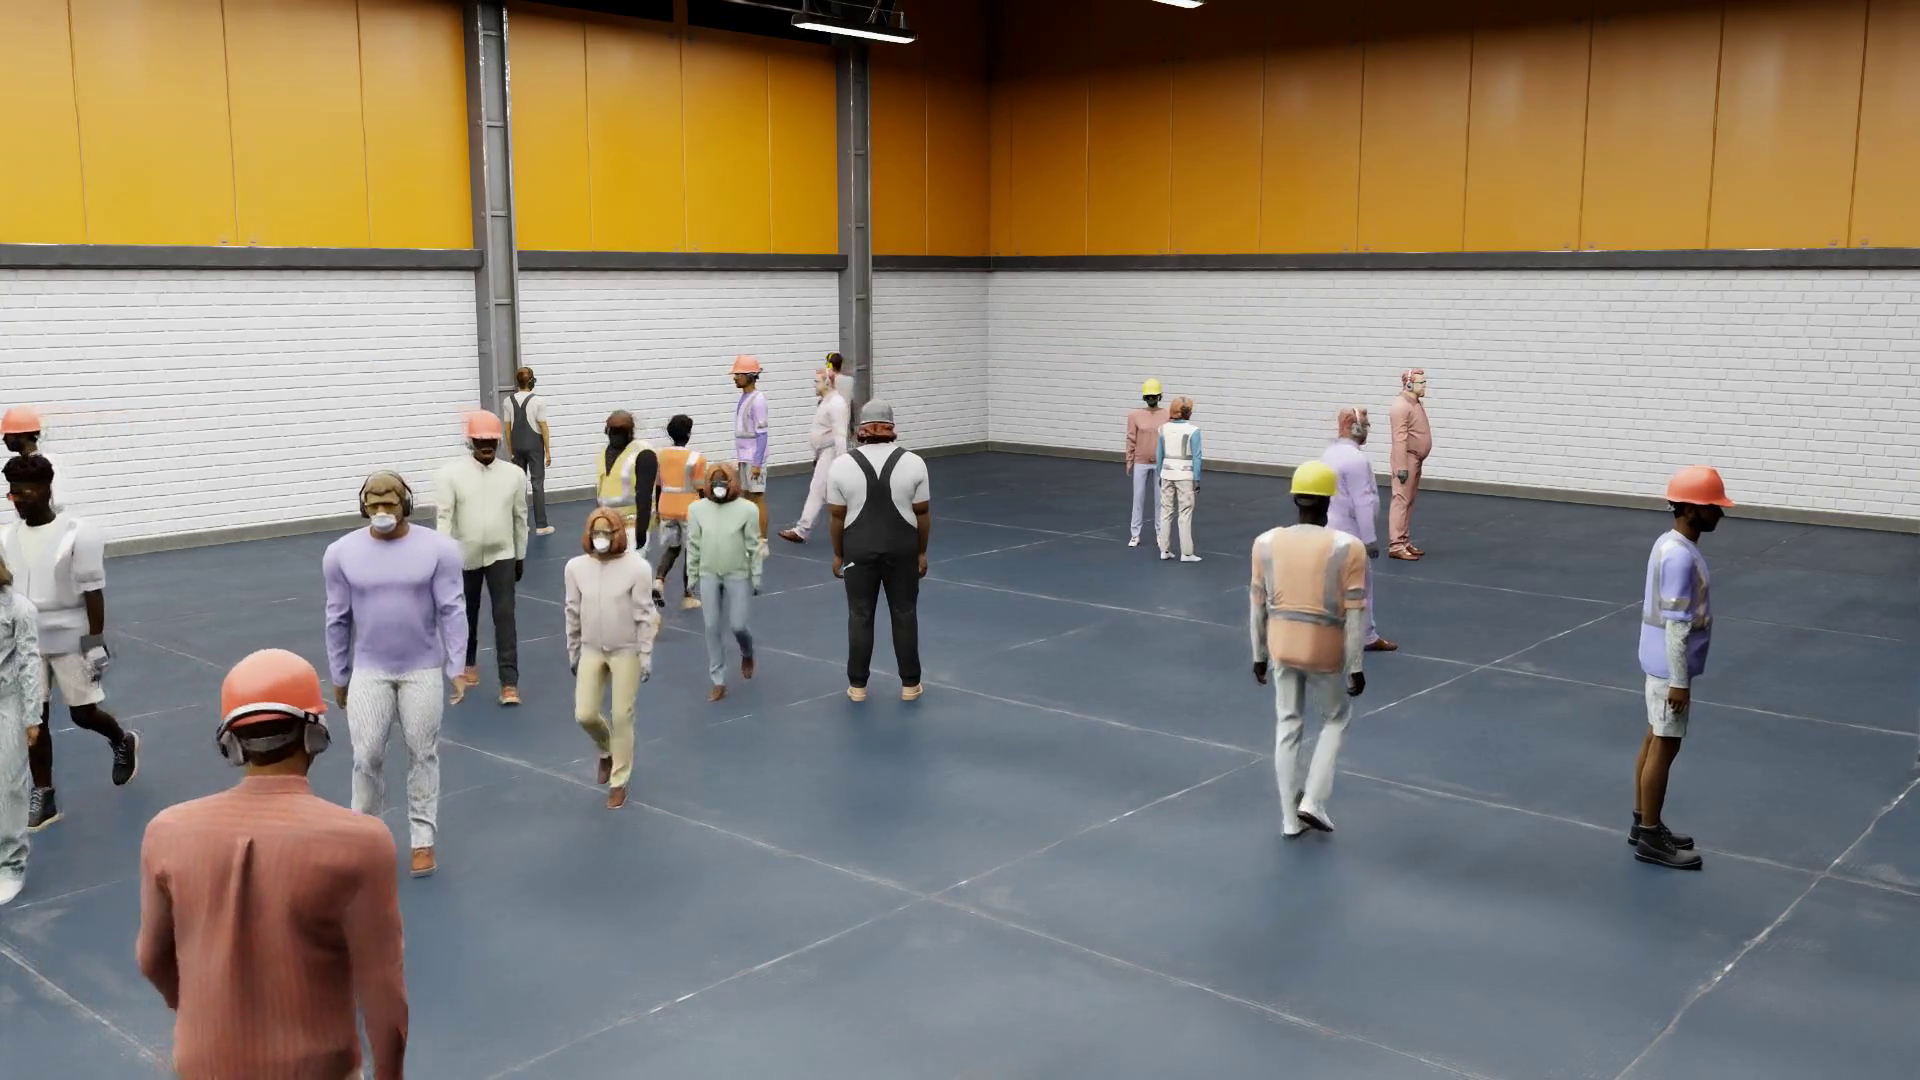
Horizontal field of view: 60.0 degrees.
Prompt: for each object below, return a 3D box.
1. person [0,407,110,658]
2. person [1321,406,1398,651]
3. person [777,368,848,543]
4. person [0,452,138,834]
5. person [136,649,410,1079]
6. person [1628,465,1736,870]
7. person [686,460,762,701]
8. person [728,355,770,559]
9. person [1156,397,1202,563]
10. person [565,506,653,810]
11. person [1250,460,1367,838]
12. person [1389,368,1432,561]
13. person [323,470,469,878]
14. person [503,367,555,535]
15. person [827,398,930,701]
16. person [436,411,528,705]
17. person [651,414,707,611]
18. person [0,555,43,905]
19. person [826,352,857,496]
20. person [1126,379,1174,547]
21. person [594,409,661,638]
[{"bbox_3d":[-6.734,-0.013,12.019,0.999,1.880,0.554,-3,9,-16],"label":"person"},{"bbox_3d":[2.858,-0.059,12.336,0.866,1.878,0.650,0,9,0],"label":"person"},{"bbox_3d":[-1.421,-0.888,17.613,1.018,1.853,0.664,-1,9,-9],"label":"person"},{"bbox_3d":[-4.667,0.497,8.660,0.619,1.943,0.785,1,9,6],"label":"person"},{"bbox_3d":[-1.624,1.244,3.956,0.653,1.944,0.605,1,9,4],"label":"person"},{"bbox_3d":[3.474,0.599,8.021,0.378,1.936,0.548,3,10,19],"label":"person"},{"bbox_3d":[-1.579,0.251,11.209,0.498,1.616,0.466,1,9,5],"label":"person"},{"bbox_3d":[-2.110,-0.827,16.642,0.381,2.045,0.605,-4,10,-23],"label":"person"},{"bbox_3d":[2.161,-0.593,16.446,0.514,1.636,0.315,8,12,42],"label":"person"},{"bbox_3d":[-1.871,0.615,8.917,0.501,1.618,0.406,1,9,6],"label":"person"},{"bbox_3d":[1.749,0.555,8.347,0.608,1.915,0.416,5,10,30],"label":"person"},{"bbox_3d":[4.511,-0.761,16.656,0.407,1.910,0.639,5,10,27],"label":"person"},{"bbox_3d":[-2.644,0.634,7.834,0.650,1.934,0.452,-2,9,-14],"label":"person"},{"bbox_3d":[-4.700,-0.964,18.123,0.507,1.846,0.345,2,9,11],"label":"person"},{"bbox_3d":[-0.536,0.056,11.109,0.674,2.000,0.535,0,9,-2],"label":"person"},{"bbox_3d":[-3.213,0.095,11.203,0.627,1.949,1.045,-4,10,-24],"label":"person"},{"bbox_3d":[-2.358,-0.214,13.941,0.534,1.686,0.455,3,10,21],"label":"person"},{"bbox_3d":[-4.380,0.783,7.476,0.513,1.729,0.340,-1,9,-4],"label":"person"},{"bbox_3d":[-1.560,-1.461,21.199,0.562,1.856,0.437,-7,12,-39],"label":"person"},{"bbox_3d":[1.991,-0.792,17.308,0.542,1.769,0.329,1,9,6],"label":"person"},{"bbox_3d":[-2.581,-0.098,12.787,0.665,1.821,0.431,8,12,39],"label":"person"}]
